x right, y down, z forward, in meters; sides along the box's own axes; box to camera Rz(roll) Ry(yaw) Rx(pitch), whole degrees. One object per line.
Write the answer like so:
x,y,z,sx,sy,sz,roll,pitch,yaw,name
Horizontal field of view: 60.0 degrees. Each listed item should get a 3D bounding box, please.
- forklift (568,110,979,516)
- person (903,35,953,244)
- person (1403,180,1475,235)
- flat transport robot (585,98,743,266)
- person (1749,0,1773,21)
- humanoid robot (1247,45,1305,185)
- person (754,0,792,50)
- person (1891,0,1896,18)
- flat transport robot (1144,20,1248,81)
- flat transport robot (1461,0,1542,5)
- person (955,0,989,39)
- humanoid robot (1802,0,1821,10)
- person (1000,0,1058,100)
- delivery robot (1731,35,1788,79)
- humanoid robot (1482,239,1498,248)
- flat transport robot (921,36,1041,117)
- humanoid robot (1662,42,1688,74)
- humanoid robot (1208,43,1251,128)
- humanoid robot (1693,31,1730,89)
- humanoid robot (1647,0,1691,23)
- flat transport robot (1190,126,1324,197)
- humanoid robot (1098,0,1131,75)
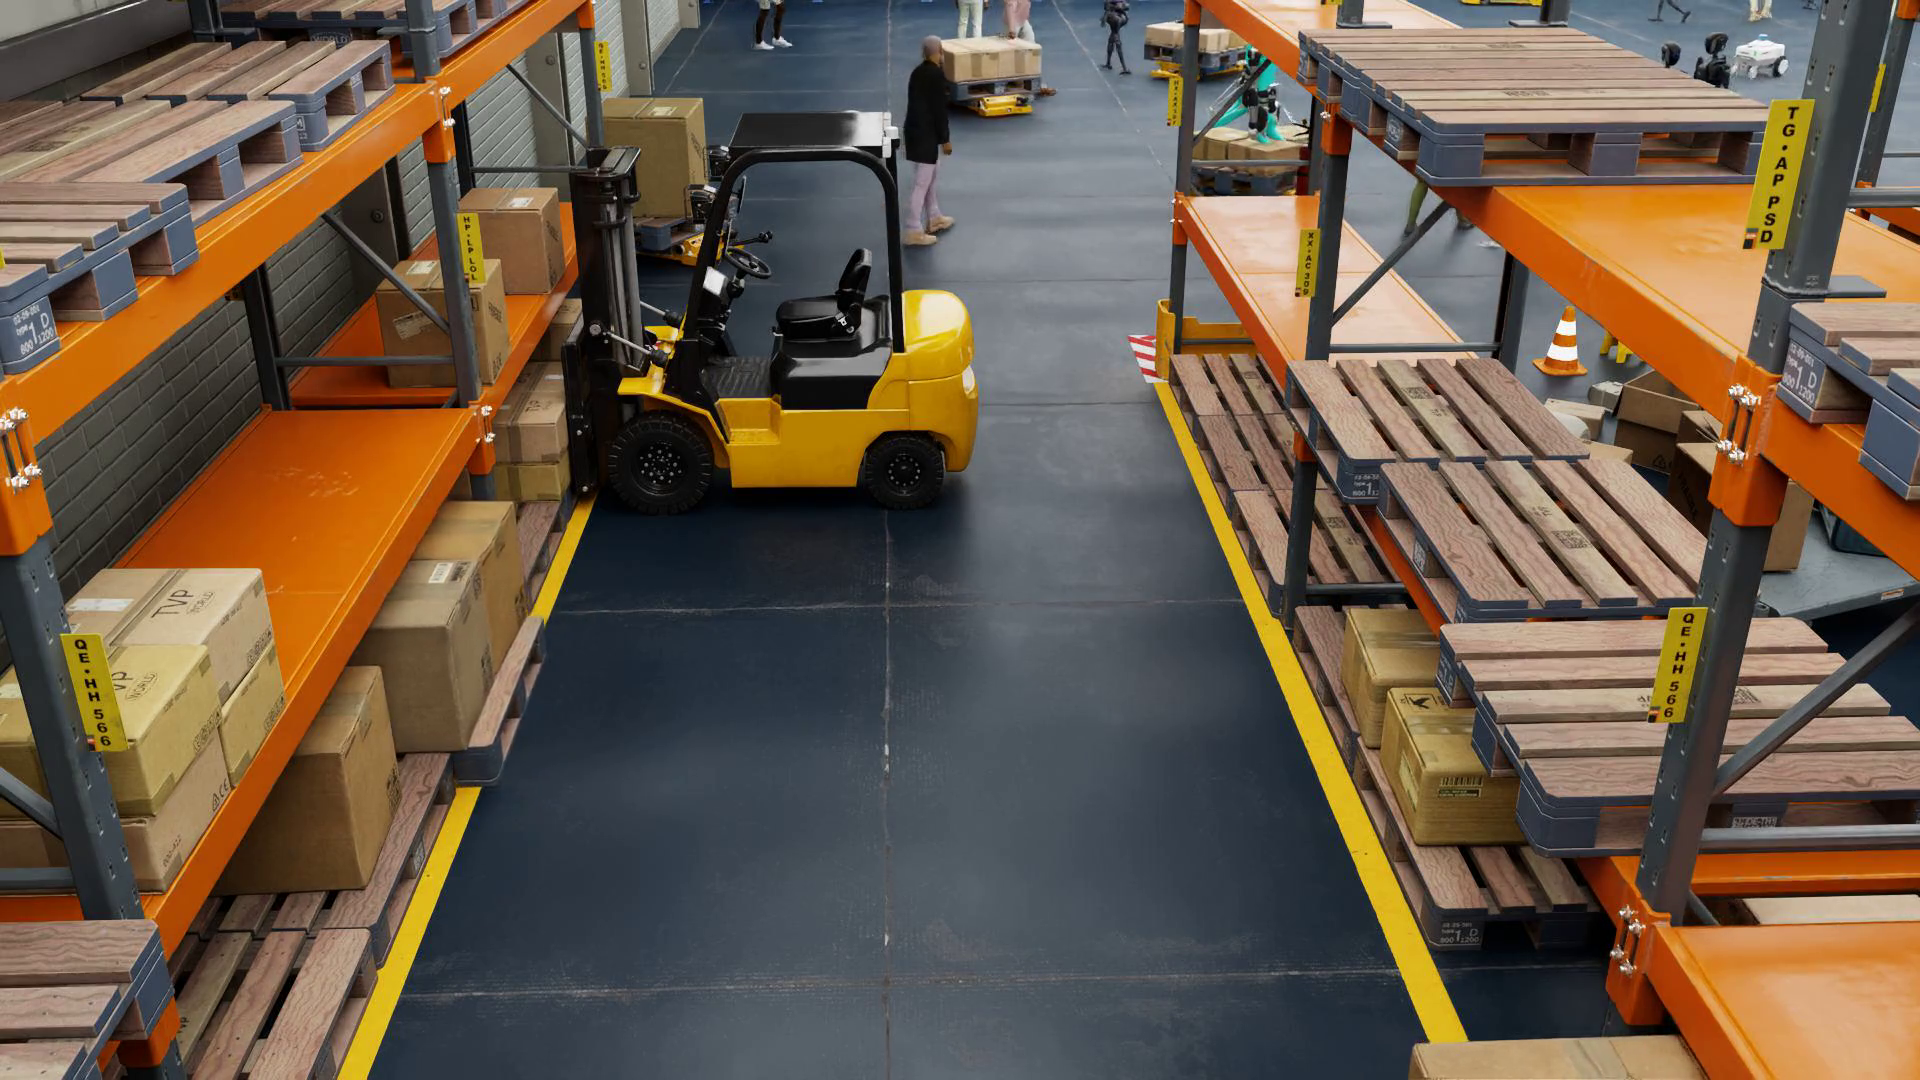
-1.043,-1.379,9.976,2.313,2.155,1.214,-1,25,-2,forklift
-0.276,-3.674,15.274,0.741,1.814,0.579,-12,28,-23,person
4.524,-3.666,15.424,0.899,1.665,0.450,-17,30,-32,person
-2.746,-2.729,15.082,1.431,0.231,0.659,12,28,24,flat transport robot
13.660,-9.742,28.053,0.639,1.874,0.579,-22,33,-38,person
3.108,-4.074,16.209,0.666,1.797,0.535,15,29,29,humanoid robot
-2.845,-8.354,25.126,0.731,1.857,0.576,1,25,3,person
15.455,-9.291,27.270,0.539,1.712,0.930,0,25,-1,person
3.373,-6.667,23.422,0.659,0.231,1.431,23,34,40,flat transport robot
9.836,-9.846,30.154,1.431,0.231,0.659,5,26,11,flat transport robot
0.174,-7.981,24.476,0.567,1.743,0.347,10,27,20,person
15.156,-10.174,29.192,0.354,1.648,0.584,17,30,32,humanoid robot
0.788,-6.637,21.476,1.027,1.869,0.712,13,28,26,person
11.207,-6.773,23.306,0.782,0.589,0.499,-15,29,-29,delivery robot
5.140,-3.440,14.863,0.798,1.773,0.536,15,29,29,humanoid robot
0.285,-5.643,21.253,0.659,0.231,1.431,-12,28,-24,flat transport robot
6.768,-4.003,16.175,0.607,1.622,0.750,-6,26,-12,humanoid robot
2.854,-4.666,17.393,0.733,1.729,0.530,0,25,0,humanoid robot
7.628,-4.317,16.873,0.765,1.641,0.589,-6,26,-13,humanoid robot
11.987,-9.510,27.825,0.649,1.637,0.601,10,27,20,humanoid robot
2.969,-3.522,16.762,1.431,0.231,0.659,18,31,34,flat transport robot
2.196,-7.424,23.404,0.663,1.632,0.608,15,29,29,humanoid robot
